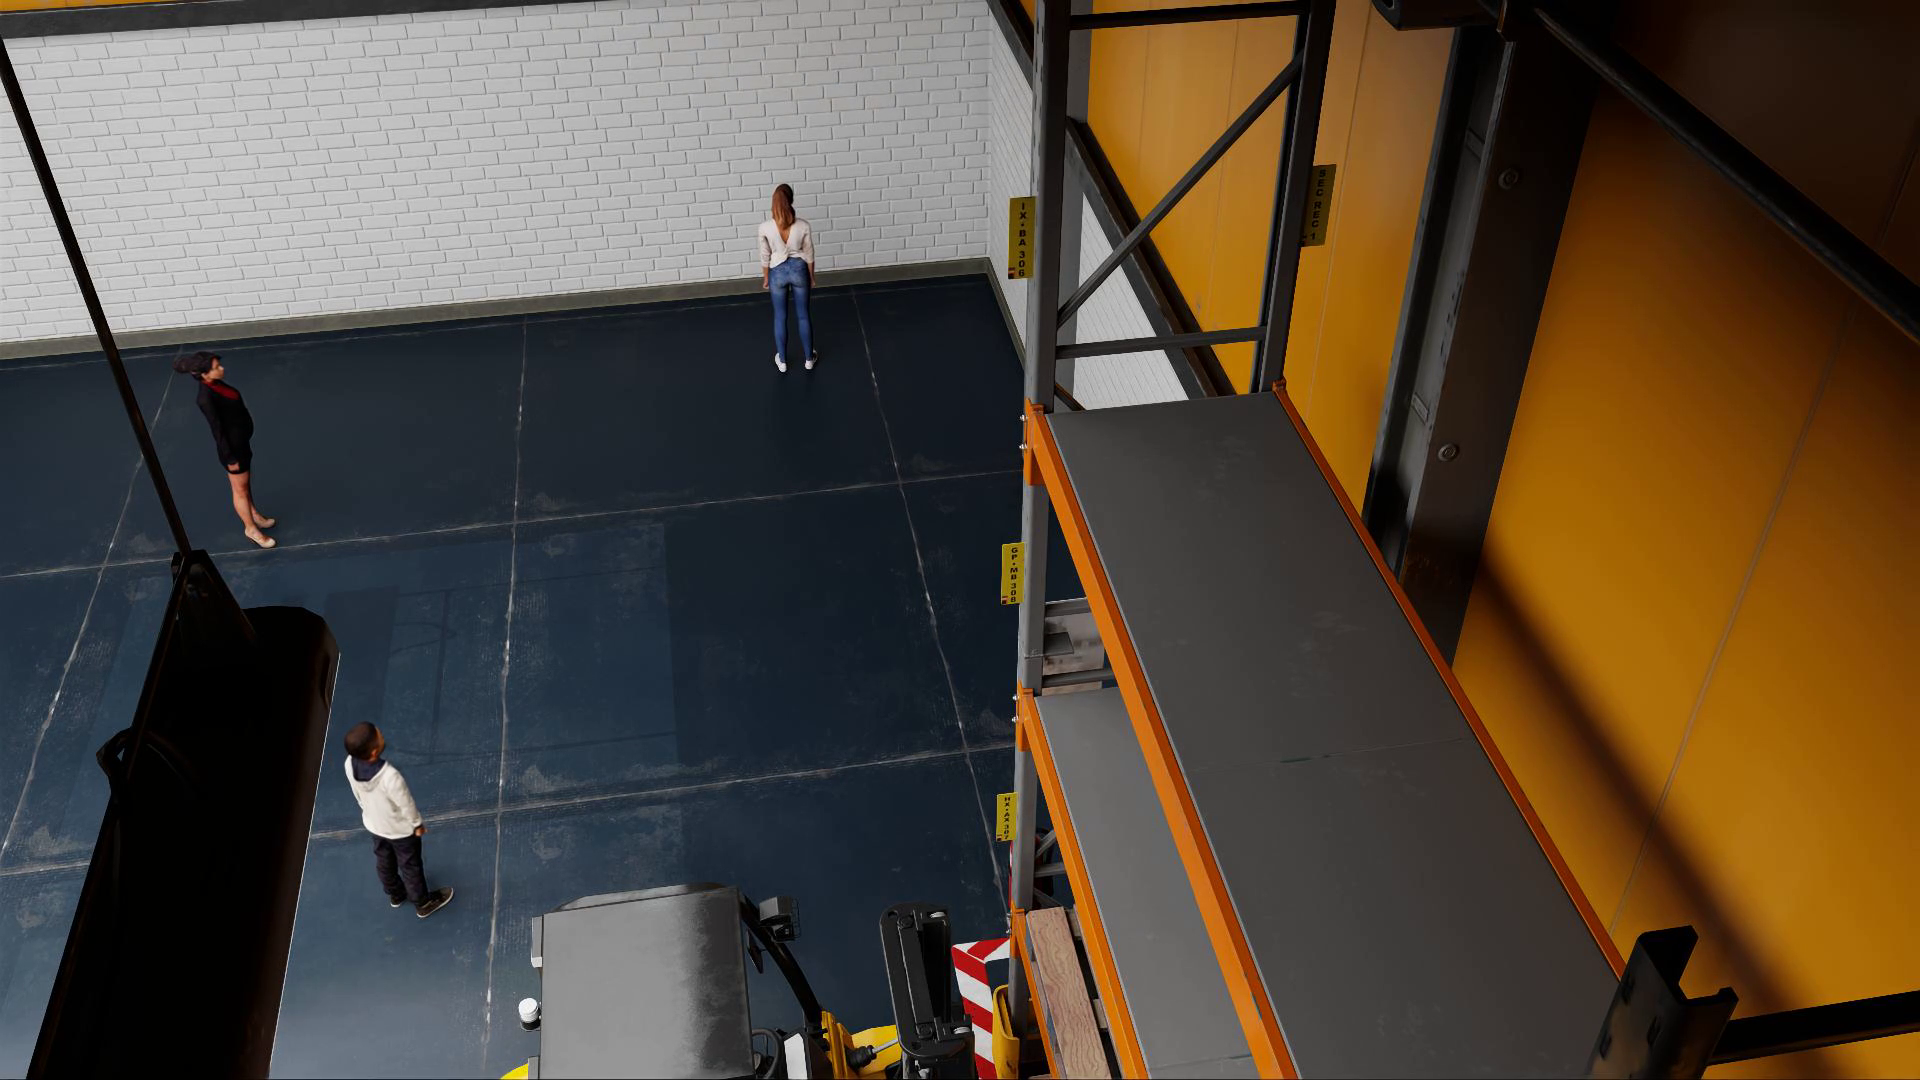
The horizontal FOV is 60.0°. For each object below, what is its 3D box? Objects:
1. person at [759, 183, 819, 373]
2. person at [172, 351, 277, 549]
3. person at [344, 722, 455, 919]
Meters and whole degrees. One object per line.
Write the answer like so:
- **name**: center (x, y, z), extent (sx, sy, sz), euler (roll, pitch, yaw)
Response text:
- **person**: center (-1.439, -2.207, 14.024), extent (0.618, 1.720, 0.532), euler (-4, 39, -5)
- **person**: center (-5.315, -0.669, 12.162), extent (0.650, 1.640, 0.588), euler (-11, 40, -13)
- **person**: center (-3.254, 1.595, 9.476), extent (0.662, 1.455, 0.697), euler (17, 42, 20)
